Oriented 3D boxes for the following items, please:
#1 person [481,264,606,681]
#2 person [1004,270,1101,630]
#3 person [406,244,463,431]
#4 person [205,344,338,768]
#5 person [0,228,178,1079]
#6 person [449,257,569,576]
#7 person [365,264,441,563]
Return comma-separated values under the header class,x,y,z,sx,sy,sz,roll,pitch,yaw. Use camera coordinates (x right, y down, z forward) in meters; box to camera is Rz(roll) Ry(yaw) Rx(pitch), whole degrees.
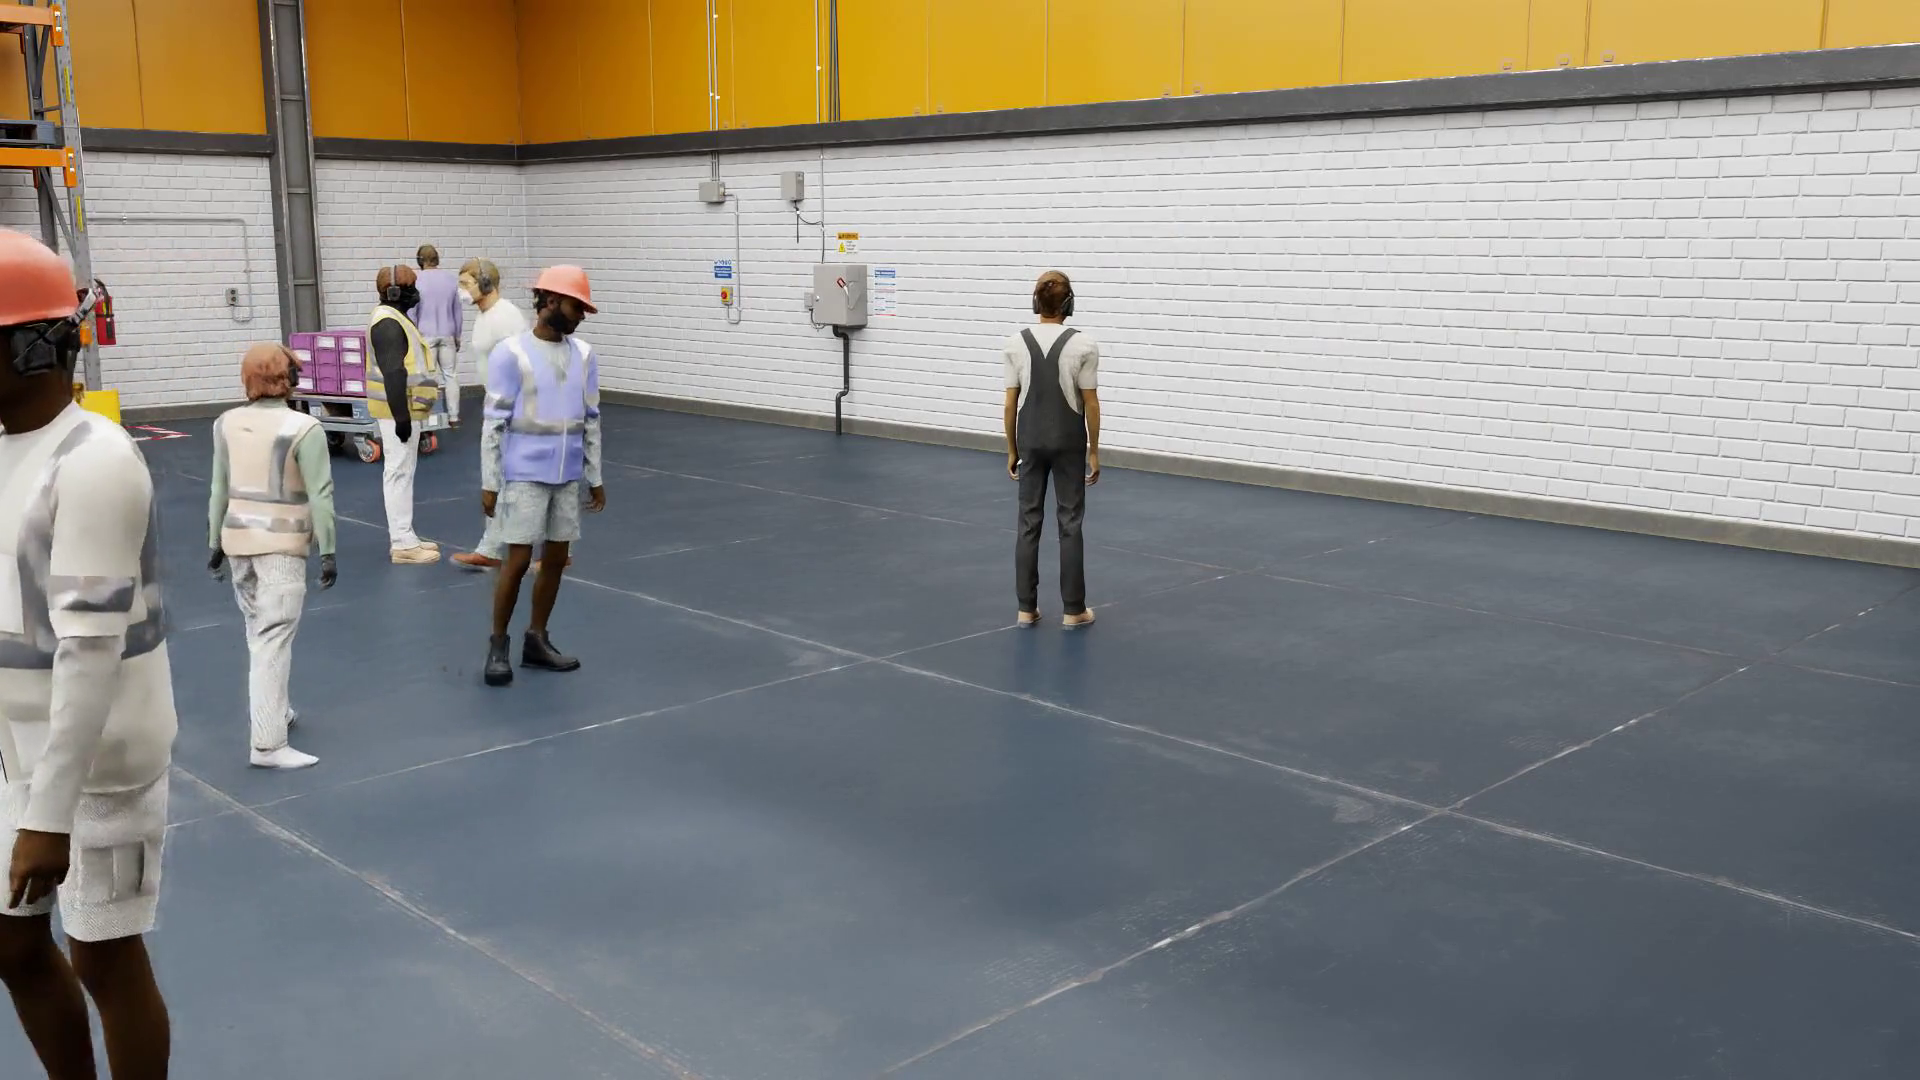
class,x,y,z,sx,sy,sz,roll,pitch,yaw
person,-1.906,-0.304,7.617,0.398,1.898,0.628,9,14,41
person,0.475,-0.453,8.548,0.506,1.846,0.344,3,11,17
person,-5.465,-2.092,17.270,0.626,1.931,0.397,-8,13,-37
person,-2.662,0.050,6.474,0.562,1.601,0.577,4,11,21
person,-1.767,0.425,3.242,0.632,2.039,0.438,9,14,40
person,-2.702,-0.712,9.882,0.685,1.907,0.629,-6,12,-31
person,-3.459,-0.783,10.357,0.430,1.845,0.619,-3,11,-17
